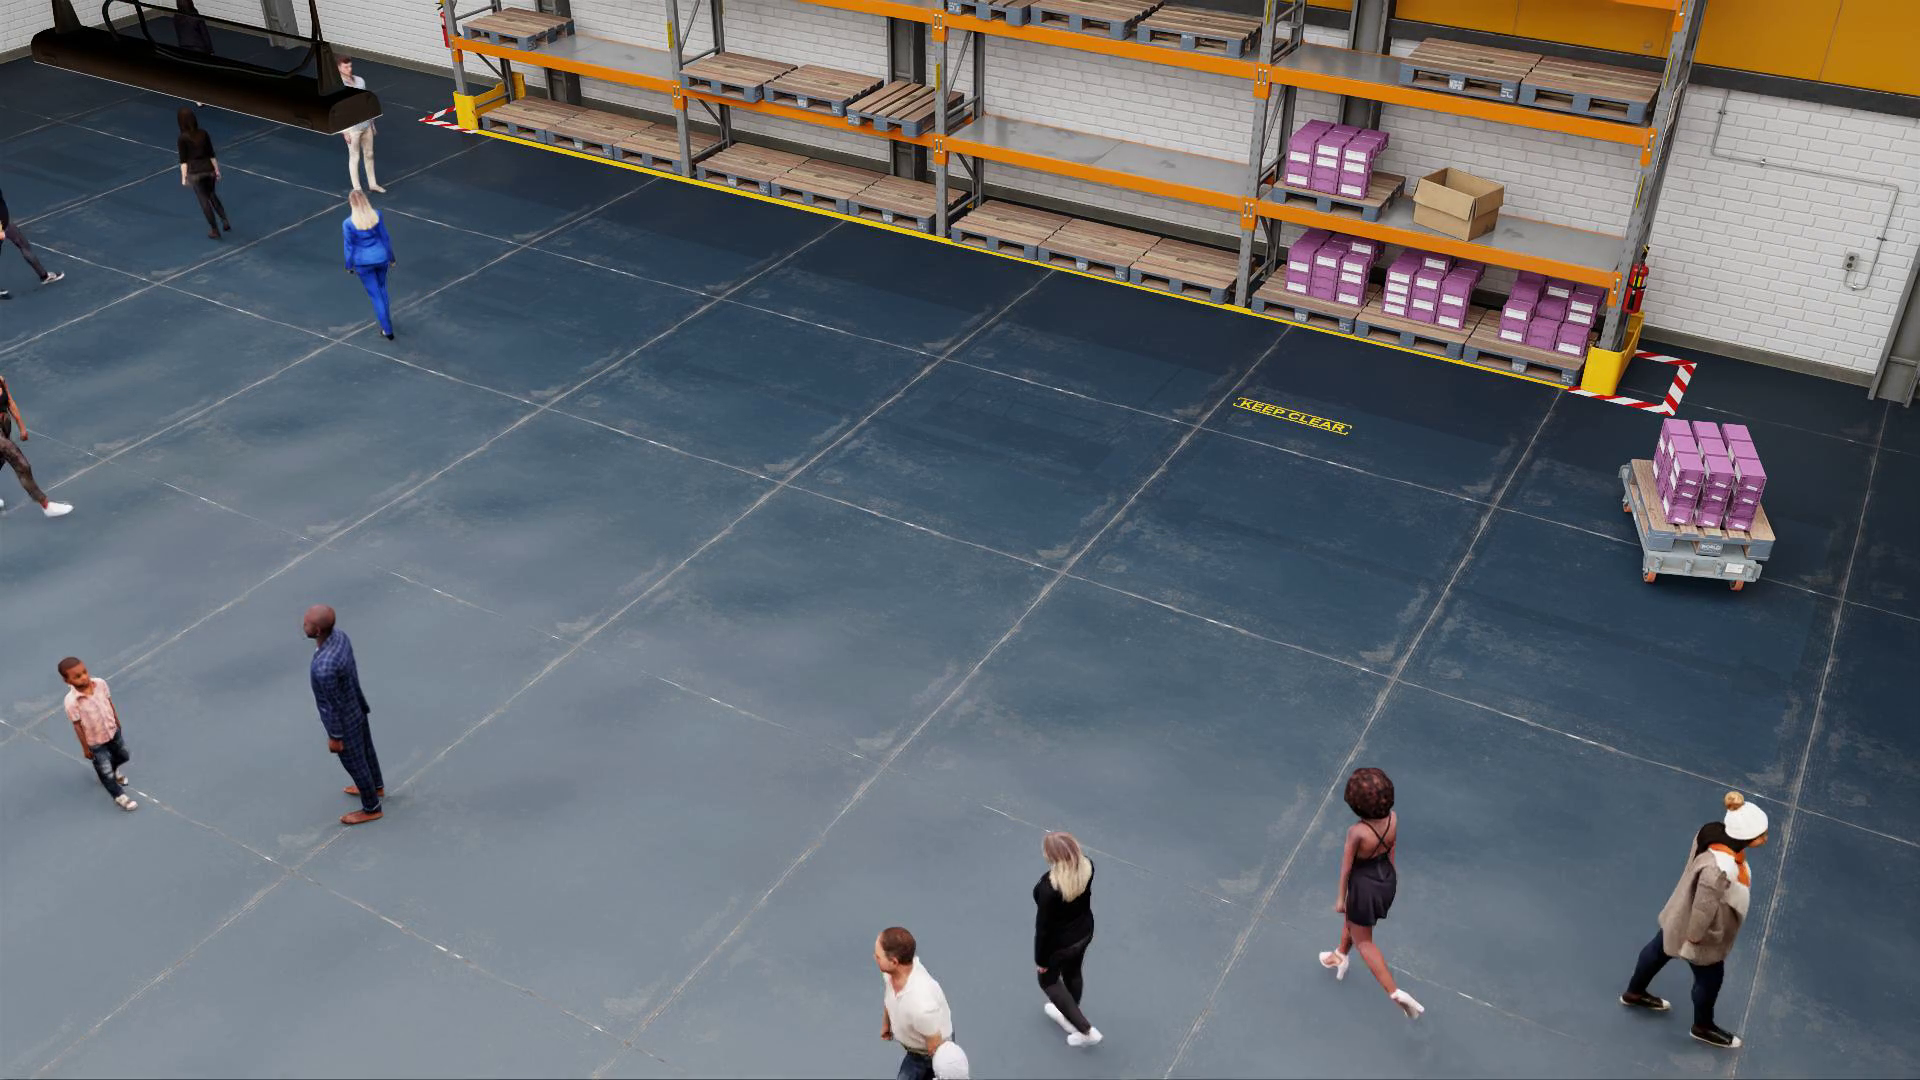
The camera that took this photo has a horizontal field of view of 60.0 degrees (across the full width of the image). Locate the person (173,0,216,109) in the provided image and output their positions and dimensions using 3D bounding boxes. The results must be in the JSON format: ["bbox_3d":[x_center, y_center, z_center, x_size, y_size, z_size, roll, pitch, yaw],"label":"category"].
[{"bbox_3d":[-11.233,-7.188,24.453,0.721,1.613,0.813,1,34,1],"label":"person"}]

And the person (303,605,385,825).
[{"bbox_3d":[-4.316,1.193,11.657,0.809,1.819,0.765,-5,34,-8],"label":"person"}]

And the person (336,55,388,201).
[{"bbox_3d":[-7.784,-5.348,21.475,0.541,1.846,0.661,20,39,28],"label":"person"}]

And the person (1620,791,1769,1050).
[{"bbox_3d":[4.360,2.238,10.040,0.997,1.870,0.815,8,35,12],"label":"person"}]

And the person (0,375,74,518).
[{"bbox_3d":[-8.765,-0.951,15.035,1.279,1.652,0.904,8,34,12],"label":"person"}]

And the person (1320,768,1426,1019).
[{"bbox_3d":[2.577,2.222,10.182,0.876,1.740,1.148,-21,39,-28],"label":"person"}]

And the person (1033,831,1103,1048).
[{"bbox_3d":[0.687,2.442,9.917,0.767,1.666,0.838,-22,39,-29],"label":"person"}]

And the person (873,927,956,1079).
[{"bbox_3d":[-0.089,2.807,9.243,1.234,1.804,1.174,-12,35,-17],"label":"person"}]

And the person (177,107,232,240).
[{"bbox_3d":[-9.222,-4.454,20.326,0.620,1.628,0.607,22,39,29],"label":"person"}]

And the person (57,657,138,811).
[{"bbox_3d":[-6.198,1.354,11.882,0.640,1.303,0.501,16,37,23],"label":"person"}]

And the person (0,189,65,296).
[{"bbox_3d":[-11.041,-3.610,18.910,1.138,1.791,0.904,29,43,36],"label":"person"}]

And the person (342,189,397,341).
[{"bbox_3d":[-6.326,-2.953,18.017,0.779,1.685,0.874,-27,42,-34],"label":"person"}]

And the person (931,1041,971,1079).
[{"bbox_3d":[-0.002,3.331,8.514,0.836,1.738,0.650,-16,37,-22],"label":"person"}]
